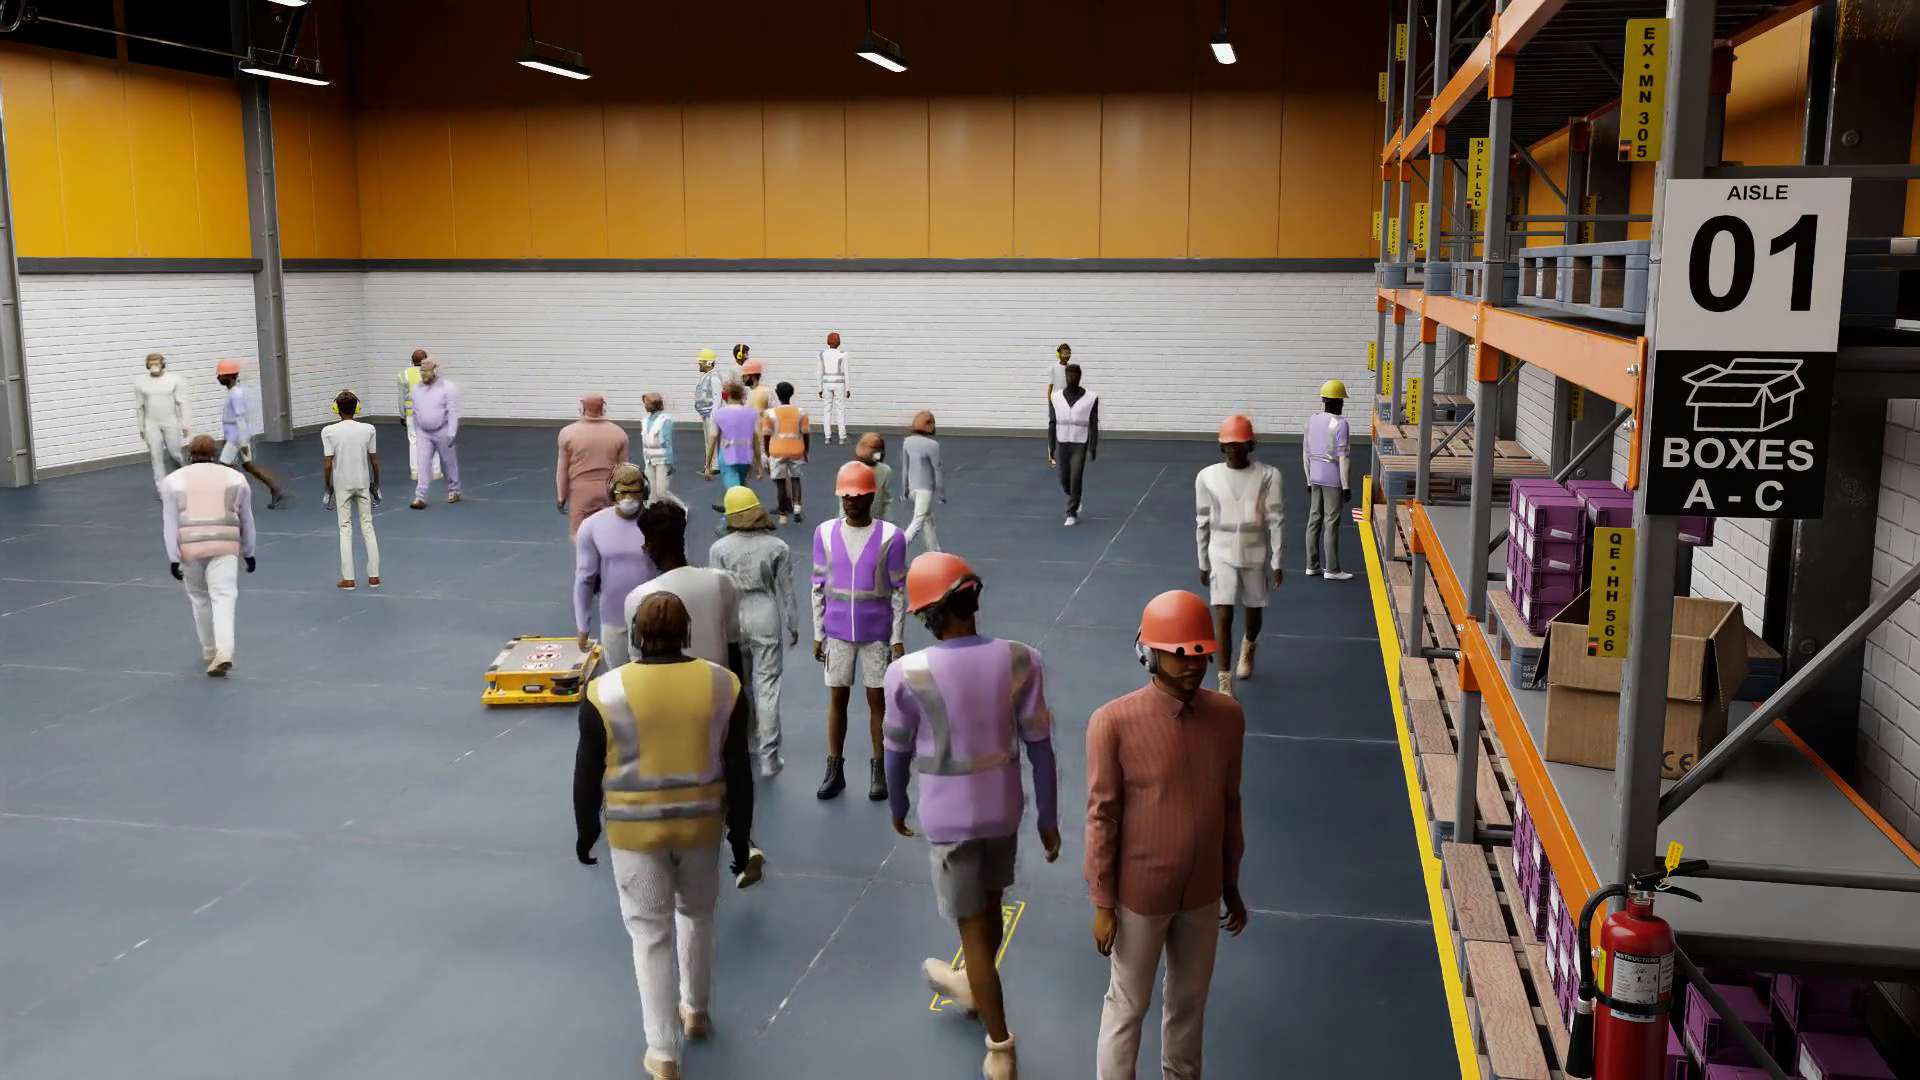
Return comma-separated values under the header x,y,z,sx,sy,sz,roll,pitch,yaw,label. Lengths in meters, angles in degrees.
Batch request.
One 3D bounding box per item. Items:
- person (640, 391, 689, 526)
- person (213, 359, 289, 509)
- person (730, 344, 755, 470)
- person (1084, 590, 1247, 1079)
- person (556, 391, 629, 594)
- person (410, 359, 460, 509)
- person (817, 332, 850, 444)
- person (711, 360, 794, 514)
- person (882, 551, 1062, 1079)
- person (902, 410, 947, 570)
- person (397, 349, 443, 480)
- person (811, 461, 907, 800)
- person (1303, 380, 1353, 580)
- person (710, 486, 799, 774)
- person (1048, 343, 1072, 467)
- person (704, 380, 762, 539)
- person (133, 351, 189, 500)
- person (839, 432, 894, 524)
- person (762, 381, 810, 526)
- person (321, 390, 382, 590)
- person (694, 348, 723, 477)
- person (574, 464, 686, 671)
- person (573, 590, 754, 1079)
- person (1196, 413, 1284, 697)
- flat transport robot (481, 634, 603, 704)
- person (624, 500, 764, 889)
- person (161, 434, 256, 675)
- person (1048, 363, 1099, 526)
x,y,z,sx,sy,sz,roll,pitch,yaw,label
-3.340,-0.857,18.619,0.532,1.623,0.507,8,13,41,person
-8.764,-1.275,20.354,0.936,1.904,0.548,-4,10,-21,person
-3.227,-1.955,24.529,0.329,1.865,0.507,-2,10,-12,person
0.686,1.142,5.471,0.608,1.995,0.377,-5,11,-28,person
-3.330,-0.413,15.159,0.666,1.887,0.622,-5,11,-27,person
-6.571,-1.334,20.817,0.653,1.853,0.996,1,9,7,person
-2.127,-2.564,28.138,0.574,1.883,0.360,3,10,16,person
-2.483,-1.227,20.085,0.999,1.885,0.547,-3,10,-19,person
0.006,1.019,6.276,0.641,1.972,0.920,-4,10,-25,person
-0.393,-0.501,16.573,0.842,1.595,0.514,-8,12,-39,person
-7.585,-1.766,23.458,0.637,1.841,0.429,-2,10,-13,person
-0.577,0.515,9.420,0.542,1.939,0.369,1,10,7,person
3.558,-0.580,16.045,0.370,1.929,0.585,-6,11,-30,person
-1.243,0.518,10.102,0.528,1.698,0.807,-1,9,-5,person
1.546,-2.019,24.952,0.514,1.860,0.364,-4,10,-25,person
-2.468,-0.819,17.876,0.588,1.790,0.955,-7,12,-37,person
-10.372,-1.503,21.663,0.648,1.914,0.797,-2,10,-14,person
-0.781,-0.115,14.158,0.520,1.616,0.339,-6,11,-34,person
-2.014,-0.999,19.286,0.549,1.682,0.362,-3,10,-15,person
-5.692,-0.469,15.558,0.535,1.868,0.309,-6,11,-33,person
-3.597,-1.823,23.820,0.403,1.835,0.586,-4,10,-22,person
-1.943,0.462,9.926,0.659,1.893,1.026,-1,9,-5,person
-1.143,1.085,6.334,0.647,1.811,0.769,-4,10,-21,person
1.963,0.100,11.707,0.616,2.020,0.894,2,10,10,person
-2.998,0.915,12.021,0.652,0.197,1.431,-1,9,-5,flat transport robot
-1.240,0.781,7.814,0.658,1.936,0.574,-8,12,-40,person
-5.603,0.102,12.453,0.632,1.776,0.992,-4,10,-24,person
1.346,-1.140,19.549,0.587,1.897,0.743,3,10,18,person
